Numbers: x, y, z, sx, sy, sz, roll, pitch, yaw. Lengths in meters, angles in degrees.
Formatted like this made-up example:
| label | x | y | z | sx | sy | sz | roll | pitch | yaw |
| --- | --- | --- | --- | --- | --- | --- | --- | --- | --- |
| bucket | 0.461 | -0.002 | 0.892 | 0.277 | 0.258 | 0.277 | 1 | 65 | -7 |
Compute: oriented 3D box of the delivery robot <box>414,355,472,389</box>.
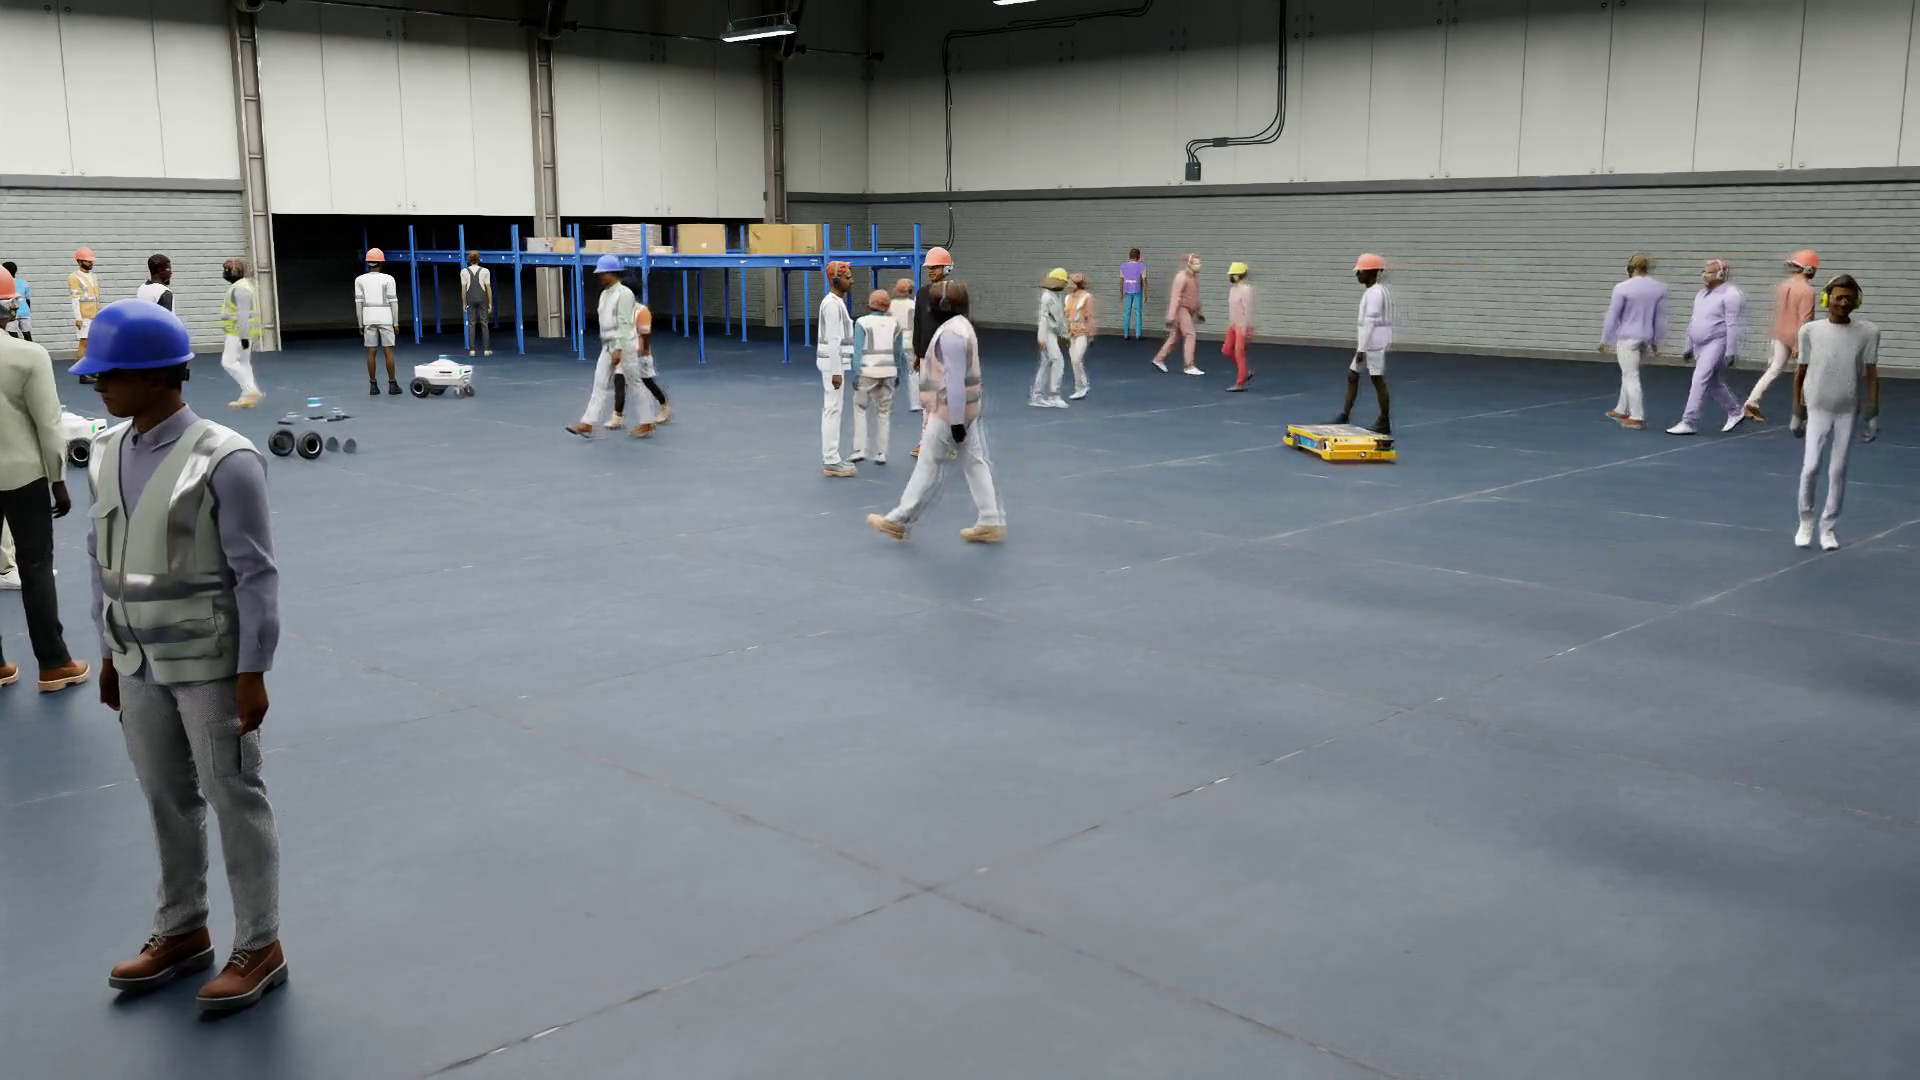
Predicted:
| label | x | y | z | sx | sy | sz | roll | pitch | yaw |
| --- | --- | --- | --- | --- | --- | --- | --- | --- | --- |
| delivery robot | -6.809 | -2.198 | 21.929 | 0.707 | 0.478 | 0.477 | 2 | 11 | 12 |

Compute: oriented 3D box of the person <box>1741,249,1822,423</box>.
| label | x | y | z | sx | sy | sz | roll | pitch | yaw |
| --- | --- | --- | --- | --- | --- | --- | --- | --- | --- |
| person | 9.394 | -2.296 | 18.786 | 0.996 | 1.958 | 0.605 | -2 | 11 | -8 |

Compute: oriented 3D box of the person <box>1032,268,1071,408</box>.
| label | x | y | z | sx | sy | sz | roll | pitch | yaw |
| --- | --- | --- | --- | --- | --- | --- | --- | --- | --- |
| person | 1.161 | -2.485 | 20.489 | 0.657 | 1.702 | 0.541 | 4 | 11 | 19 |

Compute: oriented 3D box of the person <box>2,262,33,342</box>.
| label | x | y | z | sx | sy | sz | roll | pitch | yaw |
| --- | --- | --- | --- | --- | --- | --- | --- | --- | --- |
| person | -15.103 | -3.600 | 26.605 | 0.322 | 1.692 | 0.535 | 6 | 12 | 29 |

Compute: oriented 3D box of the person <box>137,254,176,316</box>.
| label | x | y | z | sx | sy | sz | roll | pitch | yaw |
| --- | --- | --- | --- | --- | --- | --- | --- | --- | --- |
| person | -8.444 | -2.045 | 17.540 | 0.589 | 1.914 | 0.377 | 8 | 13 | 38 |

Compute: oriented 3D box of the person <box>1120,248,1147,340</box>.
| label | x | y | z | sx | sy | sz | roll | pitch | yaw |
| --- | --- | --- | --- | --- | --- | --- | --- | --- | --- |
| person | 3.530 | -5.014 | 33.903 | 0.571 | 1.843 | 0.373 | 5 | 11 | 23 |

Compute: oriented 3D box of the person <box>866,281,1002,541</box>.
| label | x | y | z | sx | sy | sz | roll | pitch | yaw |
| --- | --- | --- | --- | --- | --- | --- | --- | --- | --- |
| person | -0.152 | -0.882 | 11.509 | 0.974 | 1.787 | 0.643 | 2 | 11 | 9 |

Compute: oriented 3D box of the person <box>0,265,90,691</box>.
| label | x | y | z | sx | sy | sz | roll | pitch | yaw |
| --- | --- | --- | --- | --- | --- | --- | --- | --- | --- |
| person | -4.446 | -0.288 | 7.723 | 0.612 | 1.996 | 0.389 | 0 | 10 | -1 |

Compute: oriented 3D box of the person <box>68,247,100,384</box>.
| label | x | y | z | sx | sy | sz | roll | pitch | yaw |
| --- | --- | --- | --- | --- | --- | --- | --- | --- | --- |
| person | -12.515 | -3.228 | 23.912 | 0.373 | 1.934 | 0.551 | 1 | 10 | 5 |

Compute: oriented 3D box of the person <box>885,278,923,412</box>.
| label | x | y | z | sx | sy | sz | roll | pitch | yaw |
| --- | --- | --- | --- | --- | --- | --- | --- | --- | --- |
| person | -0.703 | -2.313 | 19.821 | 0.524 | 1.615 | 0.757 | 5 | 11 | 25 |

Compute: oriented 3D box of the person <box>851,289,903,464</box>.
| label | x | y | z | sx | sy | sz | roll | pitch | yaw |
| --- | --- | --- | --- | --- | --- | --- | --- | --- | --- |
| person | -0.758 | -1.520 | 15.475 | 0.549 | 1.607 | 0.412 | -6 | 12 | -28 |

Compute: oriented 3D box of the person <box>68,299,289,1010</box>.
| label | x | y | z | sx | sy | sz | roll | pitch | yaw |
| --- | --- | --- | --- | --- | --- | --- | --- | --- | --- |
| person | -2.135 | 0.318 | 4.552 | 0.615 | 1.943 | 0.399 | 5 | 11 | 23 |

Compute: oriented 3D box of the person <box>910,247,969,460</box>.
| label | x | y | z | sx | sy | sz | roll | pitch | yaw |
| --- | --- | --- | --- | --- | --- | --- | --- | --- | --- |
| person | -0.200 | -1.770 | 15.801 | 0.609 | 1.995 | 0.378 | 7 | 12 | 32 |

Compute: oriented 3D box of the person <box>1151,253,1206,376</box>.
| label | x | y | z | sx | sy | sz | roll | pitch | yaw |
| --- | --- | --- | --- | --- | --- | --- | --- | --- | --- |
| person | 3.343 | -3.469 | 25.486 | 0.884 | 1.856 | 0.664 | 5 | 11 | 24 |

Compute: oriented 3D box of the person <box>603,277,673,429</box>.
| label | x | y | z | sx | sy | sz | roll | pitch | yaw |
| --- | --- | --- | --- | --- | --- | --- | --- | --- | --- |
| person | -3.572 | -2.089 | 18.467 | 0.529 | 1.664 | 0.868 | 7 | 13 | 35 |

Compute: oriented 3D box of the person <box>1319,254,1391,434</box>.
| label | x | y | z | sx | sy | sz | roll | pitch | yaw |
| --- | --- | --- | --- | --- | --- | --- | --- | --- | --- |
| person | 4.247 | -2.088 | 17.770 | 0.860 | 1.904 | 0.575 | 1 | 10 | 7 |

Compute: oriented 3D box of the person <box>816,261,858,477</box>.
| label | x | y | z | sx | sy | sz | roll | pitch | yaw |
| --- | --- | --- | --- | --- | --- | --- | --- | --- | --- |
| person | -1.097 | -1.525 | 14.778 | 0.357 | 1.881 | 0.574 | -1 | 10 | -4 |

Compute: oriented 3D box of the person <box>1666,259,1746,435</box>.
| label | x | y | z | sx | sy | sz | roll | pitch | yaw |
| --- | --- | --- | --- | --- | --- | --- | --- | --- | --- |
| person | 8.063 | -2.069 | 17.792 | 0.958 | 1.869 | 0.655 | -2 | 11 | -9 |

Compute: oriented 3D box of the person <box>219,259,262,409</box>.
| label | x | y | z | sx | sy | sz | roll | pitch | yaw |
| --- | --- | --- | --- | --- | --- | --- | --- | --- | --- |
| person | -8.820 | -2.514 | 20.334 | 0.459 | 1.828 | 0.628 | -4 | 11 | -19 |

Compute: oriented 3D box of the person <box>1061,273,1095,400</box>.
| label | x | y | z | sx | sy | sz | roll | pitch | yaw |
| --- | --- | --- | --- | --- | --- | --- | --- | --- | --- |
| person | 1.500 | -2.624 | 21.462 | 0.405 | 1.621 | 0.544 | -8 | 13 | -37 |

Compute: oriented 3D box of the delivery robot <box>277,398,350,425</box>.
| label | x | y | z | sx | sy | sz | roll | pitch | yaw |
| --- | --- | --- | --- | --- | --- | --- | --- | --- | --- |
| delivery robot | -6.260 | -1.261 | 16.108 | 0.335 | 0.223 | 0.698 | 6 | 12 | 31 |

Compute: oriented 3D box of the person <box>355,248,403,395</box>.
| label | x | y | z | sx | sy | sz | roll | pitch | yaw |
| --- | --- | --- | --- | --- | --- | --- | --- | --- | --- |
| person | -7.773 | -2.922 | 22.237 | 0.543 | 1.939 | 0.370 | 0 | 10 | -1 |

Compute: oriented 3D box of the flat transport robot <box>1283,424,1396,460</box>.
| label | x | y | z | sx | sy | sz | roll | pitch | yaw |
| --- | --- | --- | --- | --- | --- | --- | --- | --- | --- |
| flat transport robot | 3.695 | -0.970 | 16.262 | 0.652 | 0.197 | 1.431 | -1 | 10 | -6 |

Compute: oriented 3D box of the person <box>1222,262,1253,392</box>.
| label | x | y | z | sx | sy | sz | roll | pitch | yaw |
| --- | --- | --- | --- | --- | --- | --- | --- | --- | --- |
| person | 3.790 | -2.895 | 22.608 | 0.394 | 1.755 | 0.524 | -3 | 11 | -18 |

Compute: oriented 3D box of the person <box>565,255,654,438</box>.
| label | x | y | z | sx | sy | sz | roll | pitch | yaw |
| --- | --- | --- | --- | --- | --- | --- | --- | --- | --- |
| person | -3.627 | -1.995 | 17.276 | 0.986 | 1.891 | 0.618 | -9 | 14 | -42 |

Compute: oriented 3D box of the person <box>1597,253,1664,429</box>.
| label | x | y | z | sx | sy | sz | roll | pitch | yaw |
| --- | --- | --- | --- | --- | --- | --- | --- | --- | --- |
| person | 7.382 | -2.213 | 18.477 | 0.634 | 1.909 | 0.866 | -4 | 11 | -22 |

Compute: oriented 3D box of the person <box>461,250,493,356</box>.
| label | x | y | z | sx | sy | sz | roll | pitch | yaw |
| --- | --- | --- | --- | --- | --- | --- | --- | --- | --- |
| person | -8.509 | -4.173 | 29.310 | 0.514 | 1.846 | 0.336 | -2 | 11 | -11 |

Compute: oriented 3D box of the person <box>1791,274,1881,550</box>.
| label | x | y | z | sx | sy | sz | roll | pitch | yaw |
| --- | --- | --- | --- | --- | --- | --- | --- | --- | --- |
| person | 5.889 | -0.846 | 11.178 | 0.530 | 1.853 | 0.523 | 4 | 11 | 21 |

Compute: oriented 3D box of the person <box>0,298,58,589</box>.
| label | x | y | z | sx | sy | sz | roll | pitch | yaw |
| --- | --- | --- | --- | --- | --- | --- | --- | --- | --- |
| person | -5.749 | -0.652 | 10.052 | 0.328 | 1.872 | 0.510 | -3 | 11 | -16 |

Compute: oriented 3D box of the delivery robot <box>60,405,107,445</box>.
| label | x | y | z | sx | sy | sz | roll | pitch | yaw |
| --- | --- | --- | --- | --- | --- | --- | --- | --- | --- |
| delivery robot | -8.333 | -1.007 | 15.435 | 0.707 | 0.478 | 0.477 | -1 | 11 | -7 |
